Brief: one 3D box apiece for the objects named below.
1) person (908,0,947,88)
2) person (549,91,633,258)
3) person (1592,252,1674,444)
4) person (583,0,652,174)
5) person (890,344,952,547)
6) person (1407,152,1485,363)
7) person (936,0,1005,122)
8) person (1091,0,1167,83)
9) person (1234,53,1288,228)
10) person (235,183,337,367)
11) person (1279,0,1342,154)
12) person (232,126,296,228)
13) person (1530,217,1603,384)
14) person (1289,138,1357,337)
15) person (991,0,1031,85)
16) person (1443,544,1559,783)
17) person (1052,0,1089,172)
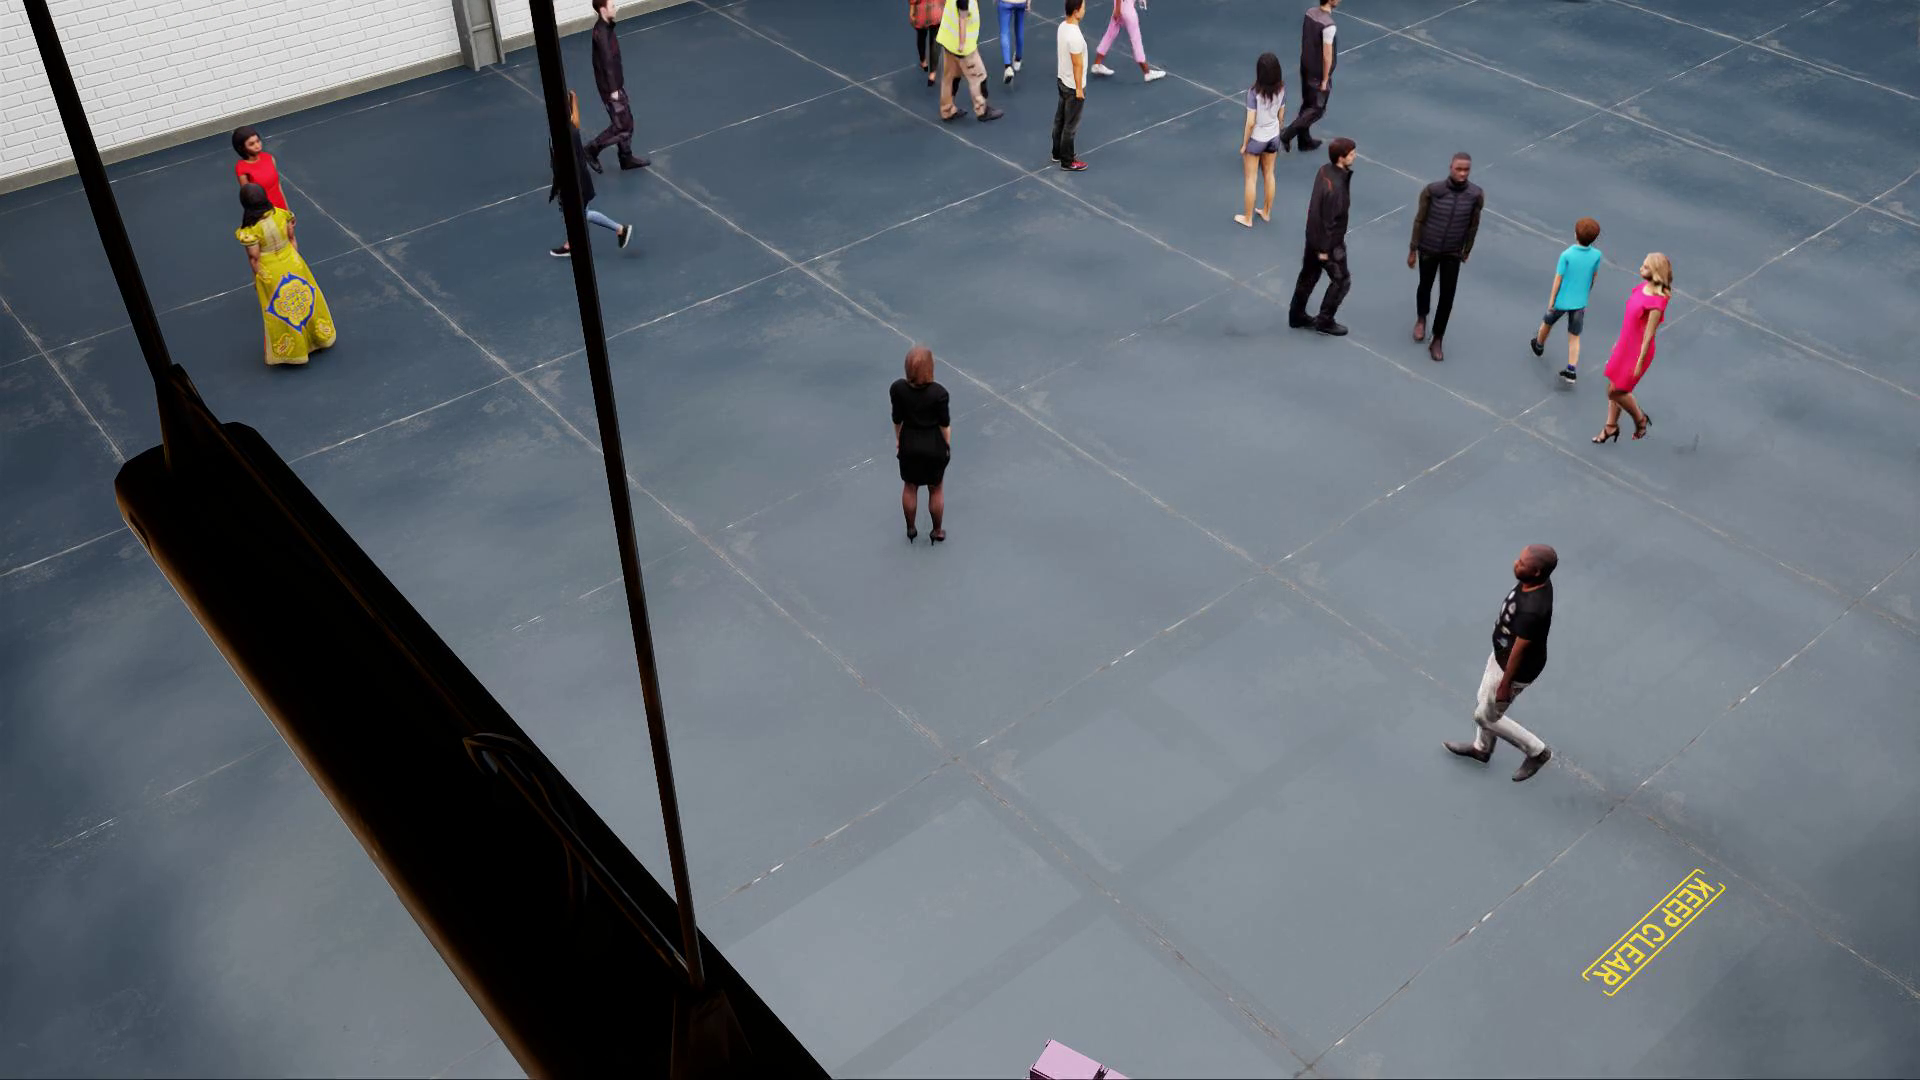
[{"bbox_3d":[-0.338,-5.898,18.651,1.067,1.662,1.092,0,39,0],"label":"person"},{"bbox_3d":[-3.521,-3.370,15.484,1.132,1.662,0.970,-4,39,-5],"label":"person"},{"bbox_3d":[5.374,-1.472,13.062,0.885,1.719,0.821,1,39,1],"label":"person"},{"bbox_3d":[-3.586,-4.570,16.799,1.068,1.898,0.958,-5,39,-6],"label":"person"},{"bbox_3d":[-0.273,-0.673,12.073,0.655,1.706,0.684,8,39,10],"label":"person"},{"bbox_3d":[4.127,-2.529,14.308,0.984,1.816,1.068,9,39,11],"label":"person"},{"bbox_3d":[-0.057,-5.349,17.835,1.055,1.822,0.906,-13,40,-15],"label":"person"},{"bbox_3d":[1.770,-6.014,18.770,1.078,1.694,1.102,7,39,9],"label":"person"},{"bbox_3d":[2.911,-3.856,16.038,0.542,1.731,0.696,-16,41,-19],"label":"person"},{"bbox_3d":[-5.785,-2.267,14.106,0.999,1.660,0.832,23,44,26],"label":"person"},{"bbox_3d":[3.595,-4.830,17.177,0.982,1.831,0.824,-16,41,-19],"label":"person"},{"bbox_3d":[-6.126,-2.844,14.761,0.698,1.744,0.578,15,41,18],"label":"person"},{"bbox_3d":[5.149,-1.987,13.949,0.964,1.417,0.973,-1,39,-1],"label":"person"},{"bbox_3d":[3.079,-2.623,14.421,0.932,1.823,0.887,-3,39,-3],"label":"person"},{"bbox_3d":[0.587,-6.021,18.746,1.099,1.735,1.041,-4,39,-5],"label":"person"},{"bbox_3d":[3.466,0.785,10.181,0.981,1.788,0.964,11,40,14],"label":"person"},{"bbox_3d":[1.123,-4.687,17.024,0.676,1.799,0.708,-11,40,-13],"label":"person"}]
